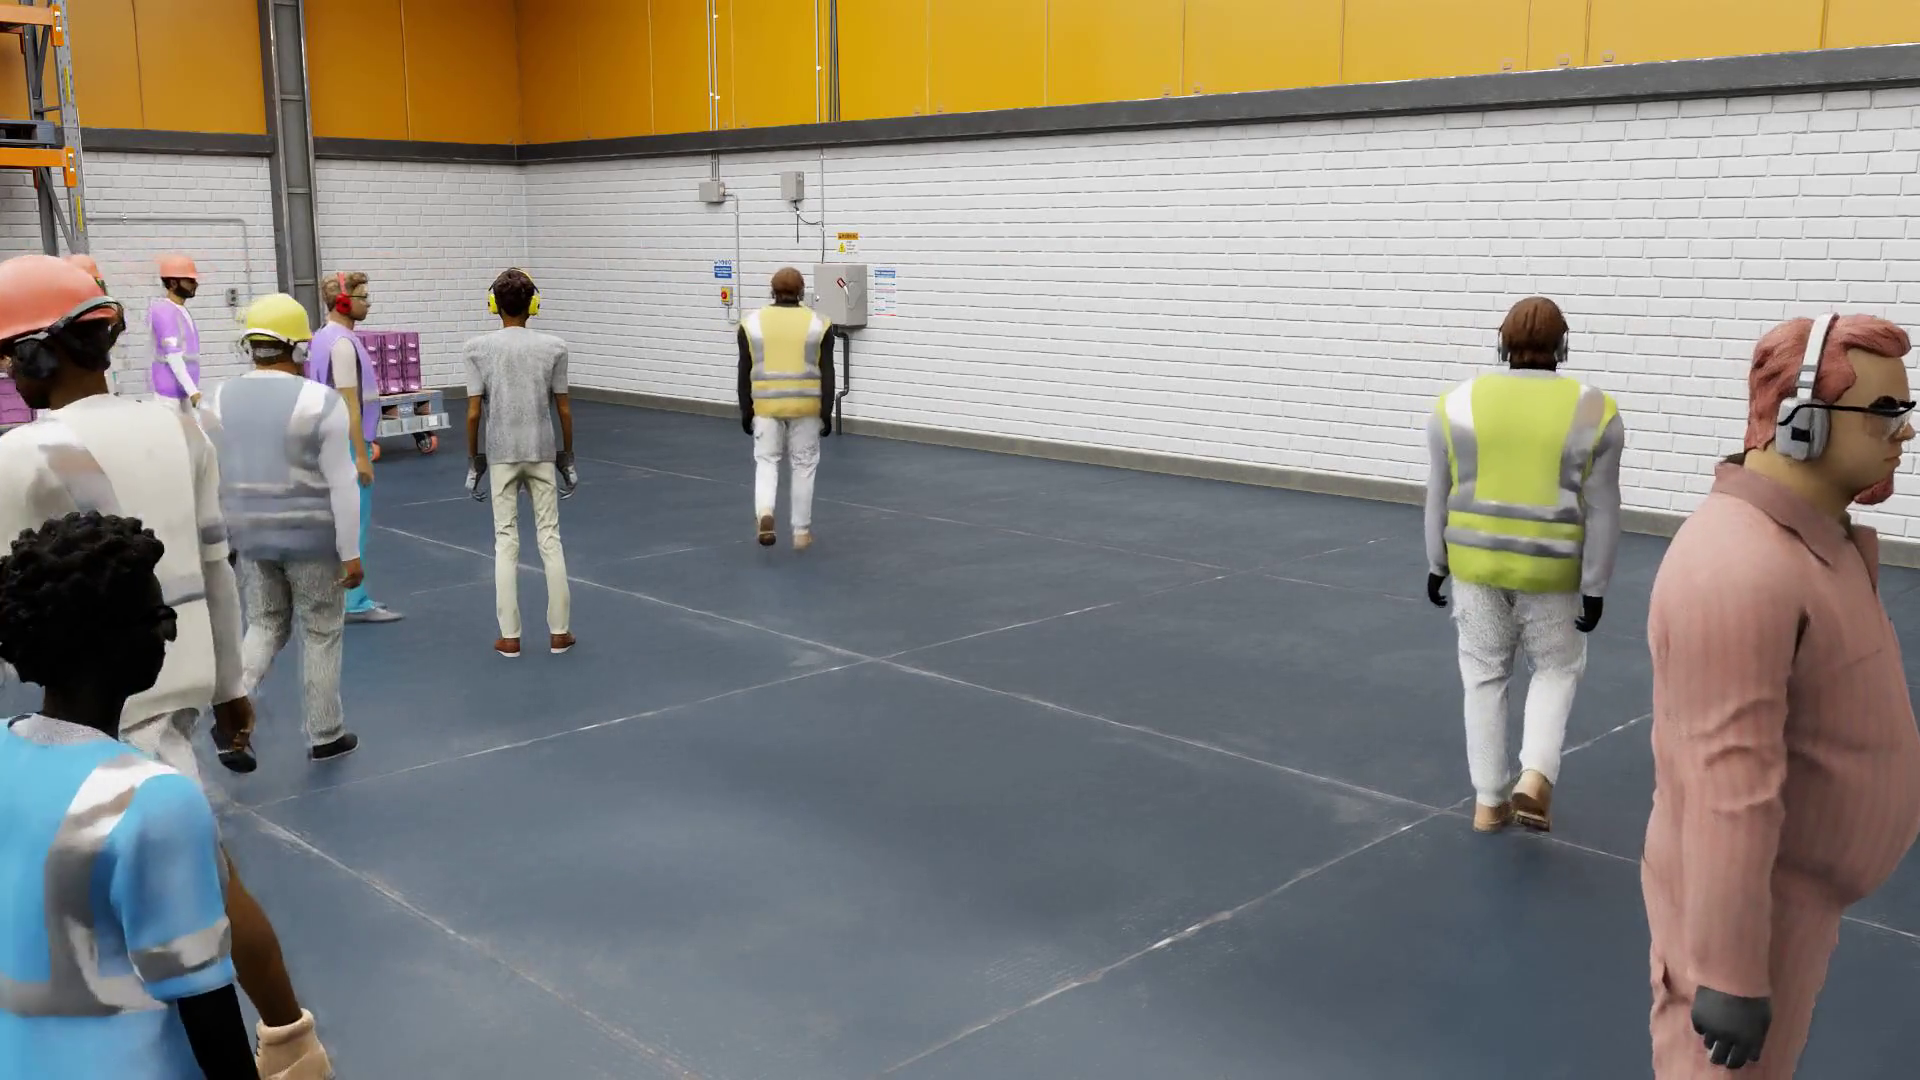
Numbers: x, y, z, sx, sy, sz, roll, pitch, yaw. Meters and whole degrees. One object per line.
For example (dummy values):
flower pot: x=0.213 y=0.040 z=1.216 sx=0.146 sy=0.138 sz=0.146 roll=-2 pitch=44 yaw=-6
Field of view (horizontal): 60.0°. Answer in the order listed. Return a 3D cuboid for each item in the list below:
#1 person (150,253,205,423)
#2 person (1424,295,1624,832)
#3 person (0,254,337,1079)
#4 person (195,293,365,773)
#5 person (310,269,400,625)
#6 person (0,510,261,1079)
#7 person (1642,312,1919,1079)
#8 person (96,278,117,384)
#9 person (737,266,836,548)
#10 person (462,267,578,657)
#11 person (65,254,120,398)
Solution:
person: x=-5.705 y=-1.112 z=12.025 sx=0.959 sy=1.902 sz=0.548 roll=-1 pitch=10 yaw=-5
person: x=1.855 y=0.106 z=5.553 sx=0.630 sy=1.828 sz=0.475 roll=5 pitch=11 yaw=25
person: x=-1.961 y=0.348 z=3.816 sx=1.086 sy=1.967 sz=0.618 roll=2 pitch=11 yaw=9
person: x=-2.526 y=0.001 z=6.167 sx=0.602 sy=1.818 sz=0.611 roll=2 pitch=11 yaw=9
person: x=-3.212 y=-0.481 z=8.696 sx=0.373 sy=1.843 sz=0.569 roll=-6 pitch=12 yaw=-29
person: x=-1.182 y=0.778 z=2.365 sx=0.541 sy=1.651 sz=0.859 roll=8 pitch=13 yaw=38
person: x=1.312 y=0.591 z=2.695 sx=0.402 sy=1.905 sz=0.651 roll=7 pitch=12 yaw=32
person: x=-7.111 y=-1.352 z=13.667 sx=0.312 sy=1.768 sz=0.533 roll=-2 pitch=11 yaw=-9
person: x=-1.106 y=-0.823 z=10.621 sx=0.628 sy=1.832 sz=0.564 roll=0 pitch=10 yaw=0
person: x=-2.118 y=-0.369 z=8.022 sx=0.521 sy=1.870 sz=0.319 roll=-3 pitch=11 yaw=-16
person: x=-6.597 y=-1.202 z=12.551 sx=0.559 sy=1.886 sz=1.017 roll=10 pitch=14 yaw=43
